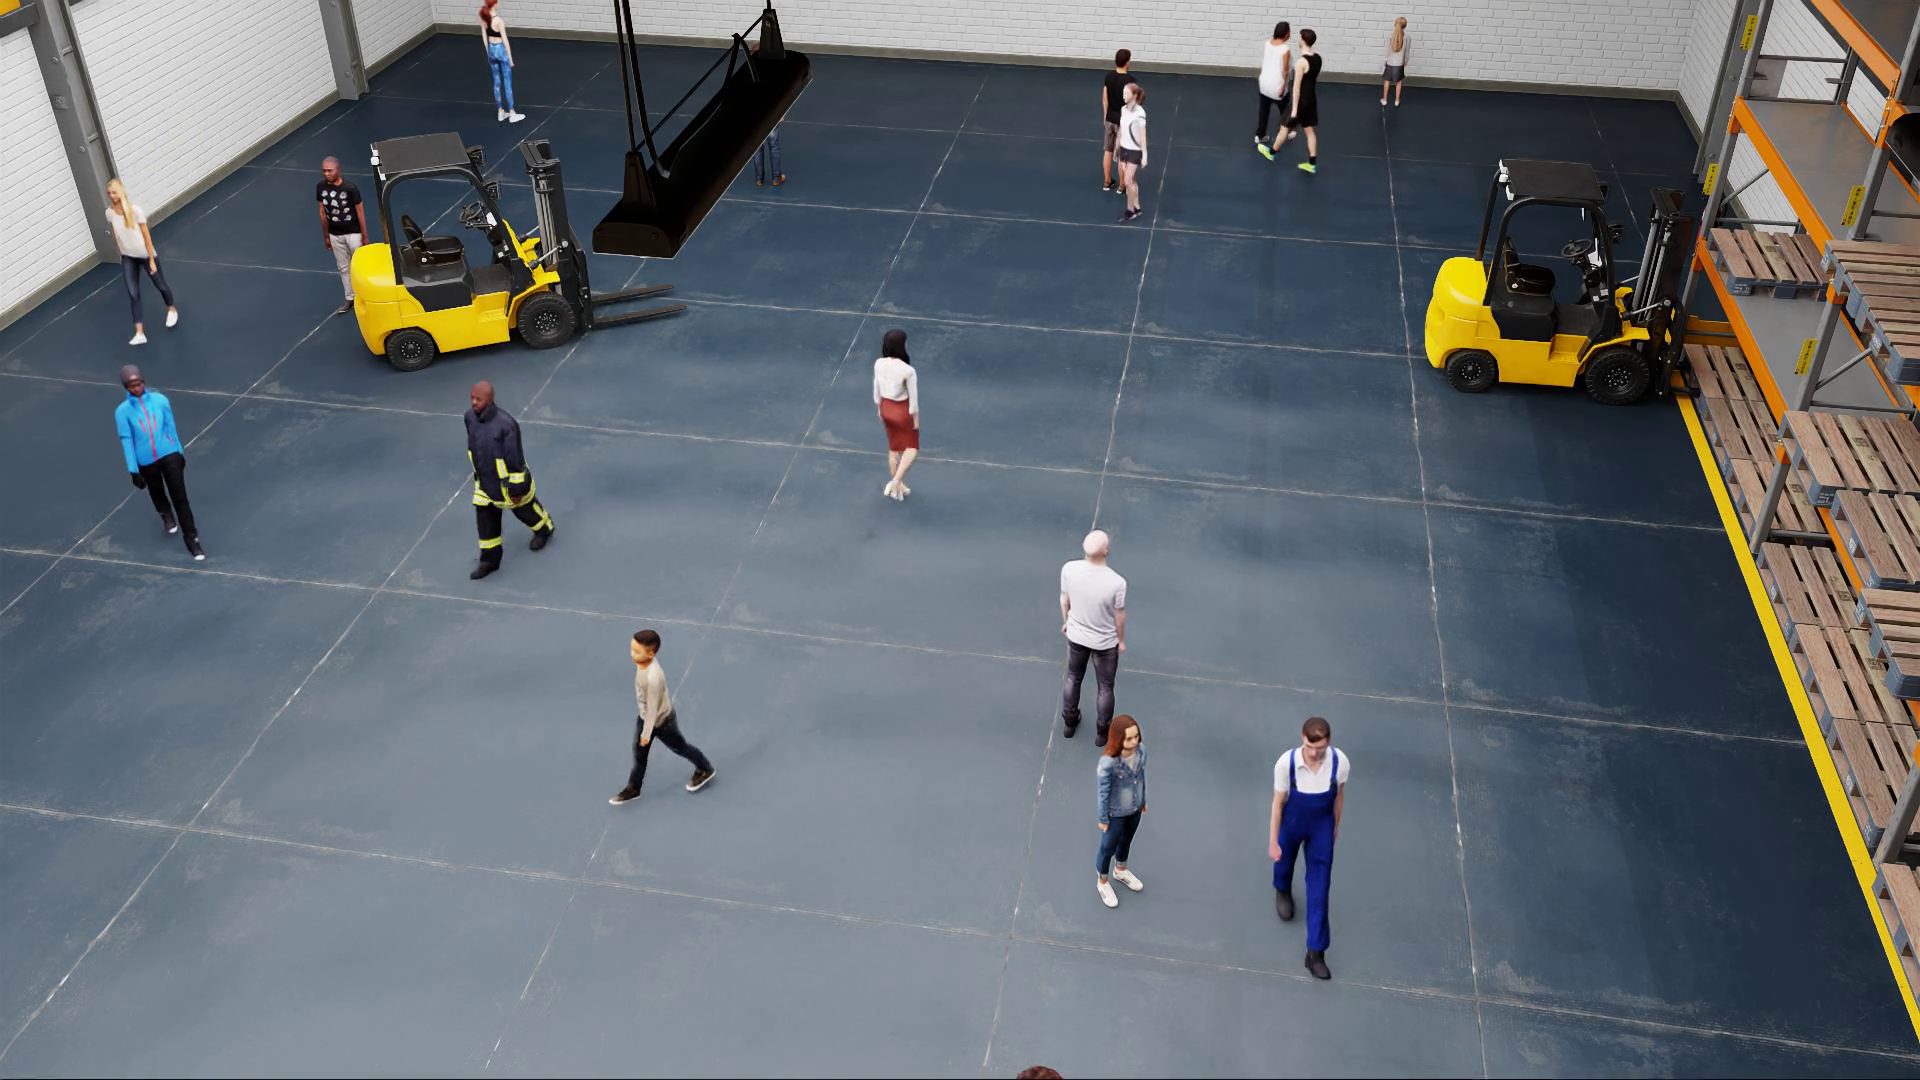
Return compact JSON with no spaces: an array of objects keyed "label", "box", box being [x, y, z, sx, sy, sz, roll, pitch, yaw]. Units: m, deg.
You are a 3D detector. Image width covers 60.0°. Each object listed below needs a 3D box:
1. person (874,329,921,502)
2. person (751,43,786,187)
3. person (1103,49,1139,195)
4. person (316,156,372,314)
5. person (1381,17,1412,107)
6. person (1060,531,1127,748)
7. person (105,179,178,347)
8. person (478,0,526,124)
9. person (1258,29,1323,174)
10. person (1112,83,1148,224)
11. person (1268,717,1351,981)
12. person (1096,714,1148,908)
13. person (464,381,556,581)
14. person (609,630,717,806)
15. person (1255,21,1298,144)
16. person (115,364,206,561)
[{"label":"person","box":[-0.592,-1.064,15.006,0.726,1.742,0.786,18,38,25]},{"label":"person","box":[-2.559,-5.534,21.627,0.688,1.856,0.613,1,34,2]},{"label":"person","box":[2.039,-5.403,21.427,0.765,1.861,0.765,24,40,31]},{"label":"person","box":[-6.800,-3.390,18.449,0.683,1.804,0.597,3,34,4]},{"label":"person","box":[6.396,-7.029,24.401,0.498,1.275,0.503,5,34,8]},{"label":"person","box":[0.972,0.715,12.249,0.729,1.832,0.696,16,37,23]},{"label":"person","box":[-8.811,-3.052,17.979,0.746,1.761,1.171,0,34,0]},{"label":"person","box":[-6.558,-6.857,23.680,0.625,1.788,0.660,14,36,20]},{"label":"person","box":[4.593,-5.745,21.960,1.222,1.841,1.219,-27,42,-35]},{"label":"person","box":[2.204,-4.827,20.673,0.843,1.736,0.783,-21,39,-28]},{"label":"person","box":[2.187,1.783,10.668,0.739,1.802,1.228,1,34,1]},{"label":"person","box":[1.062,1.760,10.997,0.626,1.477,0.700,-25,41,-32]},{"label":"person","box":[-3.877,-0.601,14.278,0.968,1.777,1.289,14,36,21]},{"label":"person","box":[-2.078,1.243,11.813,1.039,1.434,0.992,-20,38,-27]},{"label":"person","box":[4.294,-6.276,22.911,1.000,1.671,0.947,-21,39,-28]},{"label":"person","box":[-7.026,-0.729,14.500,1.160,1.744,1.232,-21,39,-28]}]
